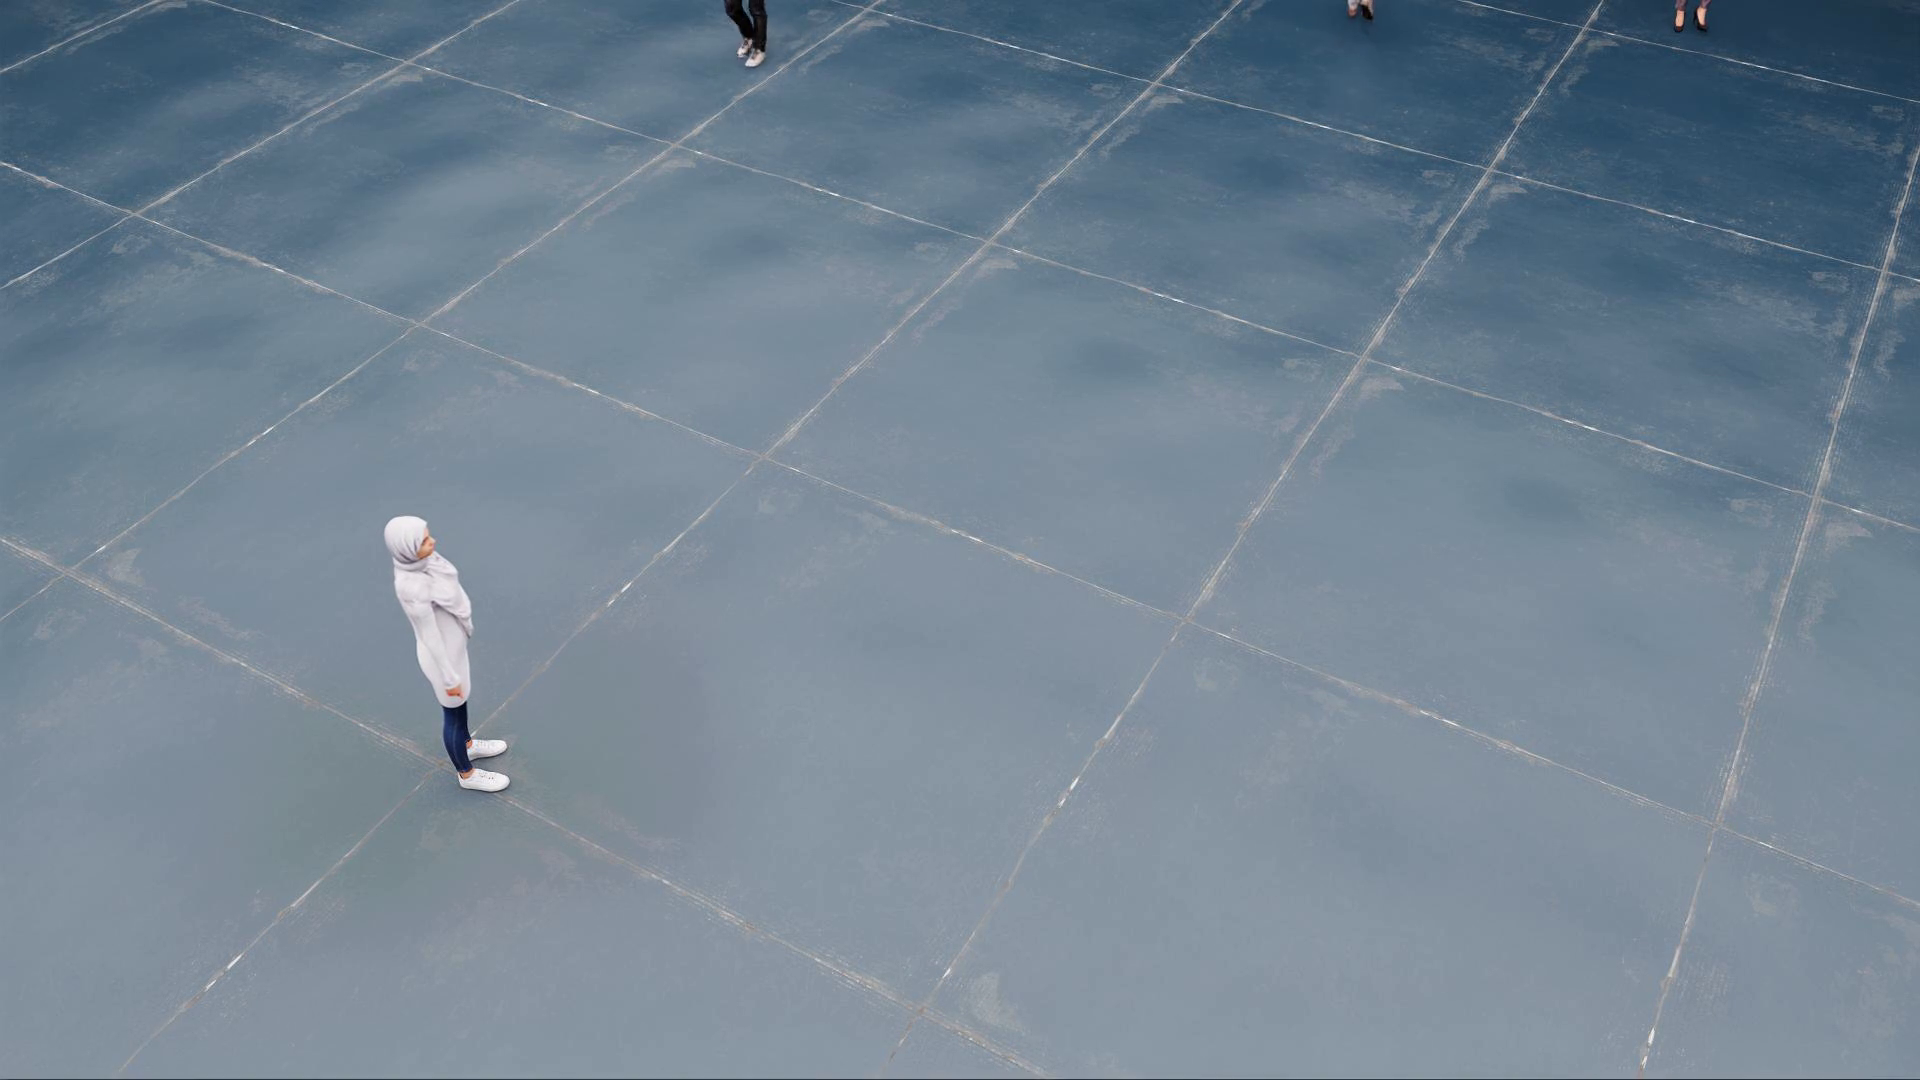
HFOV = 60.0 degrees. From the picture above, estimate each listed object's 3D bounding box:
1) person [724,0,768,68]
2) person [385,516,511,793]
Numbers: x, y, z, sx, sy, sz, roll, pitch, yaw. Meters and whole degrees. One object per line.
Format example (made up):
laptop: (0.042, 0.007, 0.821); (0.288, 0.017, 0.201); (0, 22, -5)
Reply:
person: (-1.794, -5.009, 14.439); (0.635, 1.753, 0.623); (18, 45, 19)
person: (-2.573, 0.562, 8.287); (0.745, 1.775, 0.671); (-8, 43, -8)
